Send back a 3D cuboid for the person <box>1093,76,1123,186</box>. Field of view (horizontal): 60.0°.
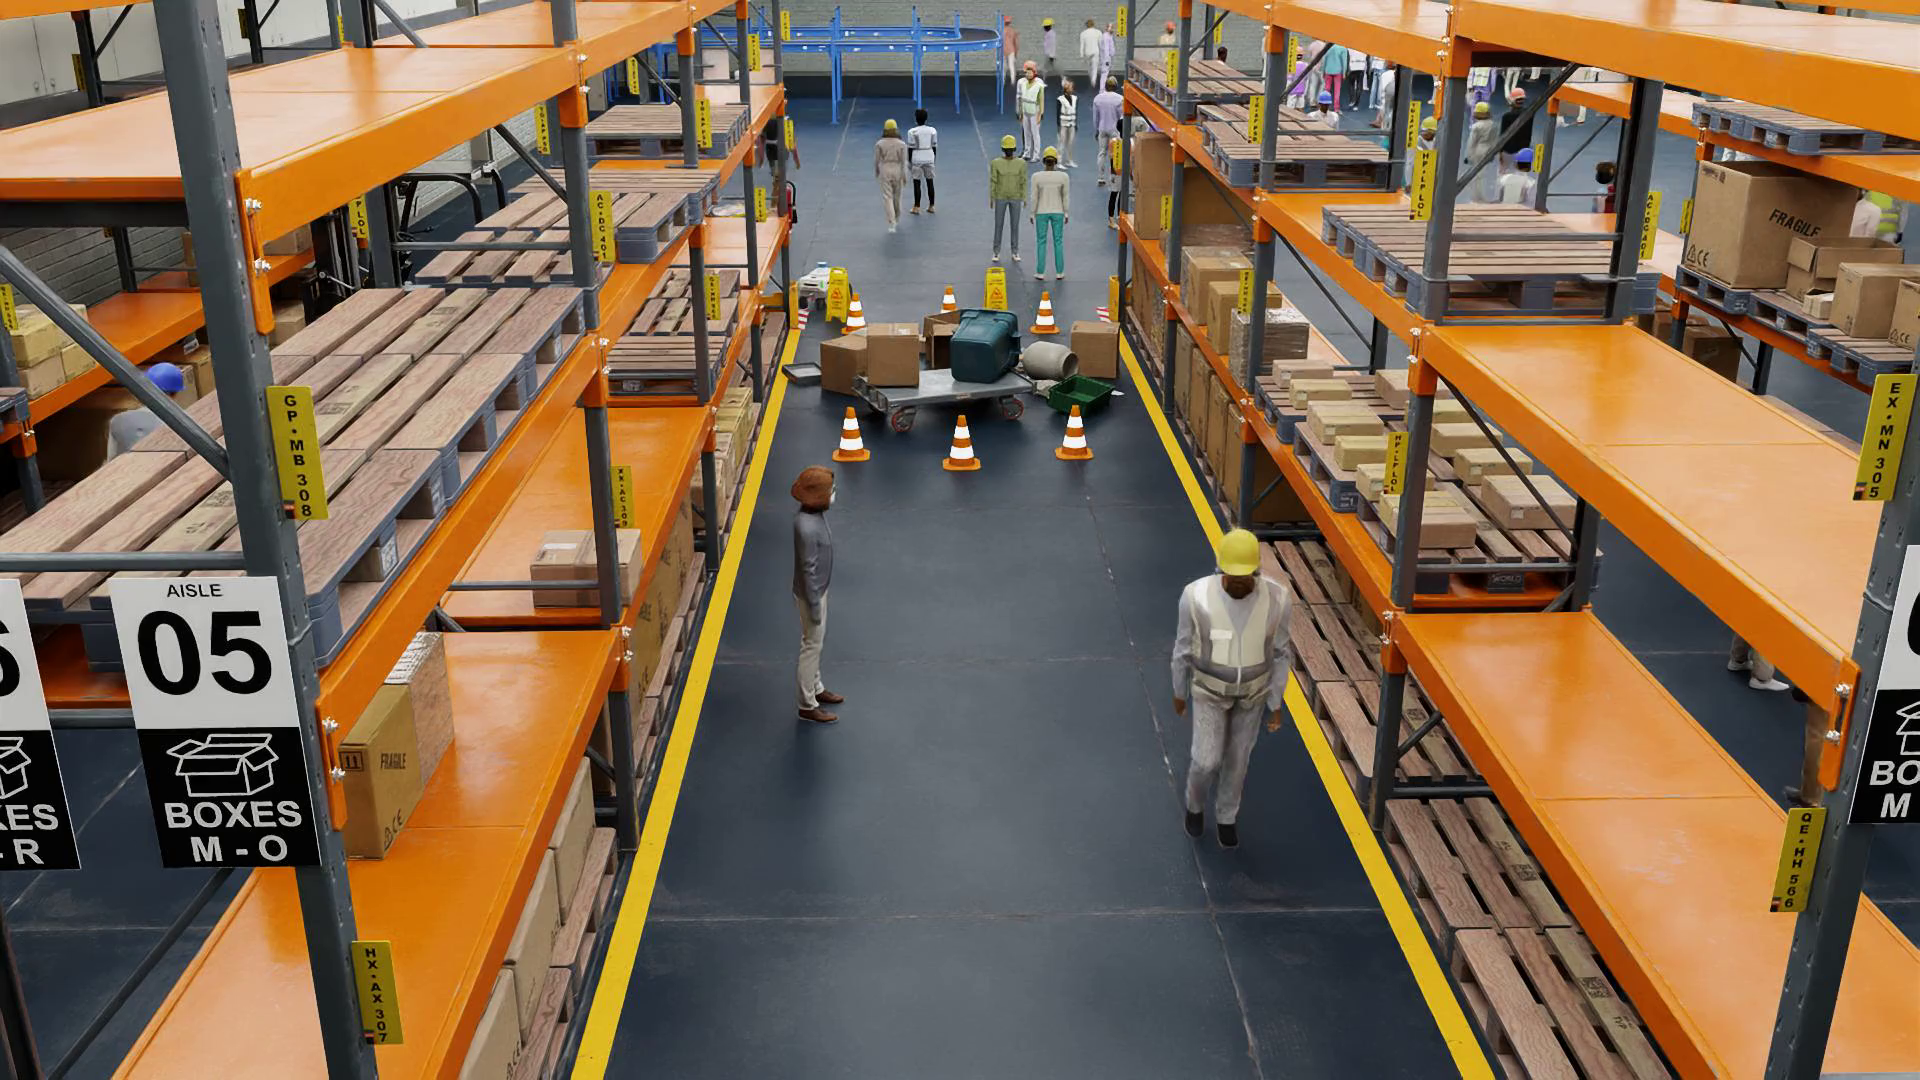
[{"bbox_3d":[2.687,-7.320,29.845,0.627,1.940,0.372,11,23,26],"label":"person"}]

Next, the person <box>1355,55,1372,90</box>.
[{"bbox_3d":[11.228,-13.386,46.135,0.527,1.761,0.340,15,25,35],"label":"person"}]

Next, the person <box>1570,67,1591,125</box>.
[{"bbox_3d":[14.453,-10.477,38.628,0.295,1.622,0.511,12,24,29],"label":"person"}]

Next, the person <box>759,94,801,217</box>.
[{"bbox_3d":[-2.839,-6.185,26.750,0.642,2.000,0.970,12,24,28],"label":"person"}]

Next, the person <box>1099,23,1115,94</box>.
[{"bbox_3d":[3.978,-12.961,44.832,0.394,1.891,0.644,3,21,7],"label":"person"}]

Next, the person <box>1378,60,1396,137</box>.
[{"bbox_3d":[8.980,-9.106,34.703,0.571,1.838,0.655,-19,28,-41],"label":"person"}]

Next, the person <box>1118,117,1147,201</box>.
[{"bbox_3d":[2.953,-6.686,28.459,0.490,1.731,0.324,6,22,16],"label":"person"}]

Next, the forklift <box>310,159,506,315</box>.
[{"bbox_3d":[-5.622,-2.910,17.832,2.313,2.155,1.214,-1,21,-1],"label":"forklift"}]

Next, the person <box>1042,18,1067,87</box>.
[{"bbox_3d":[2.600,-13.736,46.871,0.827,1.895,0.614,0,21,0],"label":"person"}]

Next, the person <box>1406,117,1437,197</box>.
[{"bbox_3d":[6.947,-5.447,25.046,0.614,1.827,0.404,-14,25,-32],"label":"person"}]

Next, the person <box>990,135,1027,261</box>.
[{"bbox_3d":[0.683,-4.812,23.457,0.533,1.767,0.327,-2,21,-4],"label":"person"}]

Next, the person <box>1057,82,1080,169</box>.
[{"bbox_3d":[2.076,-7.968,32.004,0.582,1.625,0.331,-16,26,-36],"label":"person"}]

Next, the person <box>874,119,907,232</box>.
[{"bbox_3d":[-1.081,-5.666,25.829,0.492,1.684,0.941,-5,21,-13],"label":"person"}]

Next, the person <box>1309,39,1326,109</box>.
[{"bbox_3d":[9.030,-11.757,41.612,0.592,1.916,0.631,-14,25,-33],"label":"person"}]

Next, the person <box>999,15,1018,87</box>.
[{"bbox_3d":[1.360,-13.791,46.947,0.635,1.949,1.017,-6,21,-14],"label":"person"}]

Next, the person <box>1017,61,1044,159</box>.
[{"bbox_3d":[1.385,-8.573,33.189,0.554,1.925,0.431,7,22,19],"label":"person"}]

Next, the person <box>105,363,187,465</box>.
[{"bbox_3d":[-5.382,-0.244,11.235,0.632,1.871,0.922,3,21,7],"label":"person"}]

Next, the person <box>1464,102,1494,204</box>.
[{"bbox_3d":[8.635,-6.450,27.834,0.504,1.715,0.676,-13,24,-31],"label":"person"}]

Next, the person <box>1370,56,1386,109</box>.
[{"bbox_3d":[10.553,-11.818,41.772,0.391,1.912,0.591,-14,25,-32],"label":"person"}]

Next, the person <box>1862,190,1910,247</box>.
[{"bbox_3d":[11.776,-4.012,21.256,0.644,1.817,0.688,18,27,39],"label":"person"}]

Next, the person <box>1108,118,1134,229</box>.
[{"bbox_3d":[2.517,-5.718,25.944,0.320,1.698,0.531,19,28,41],"label":"person"}]

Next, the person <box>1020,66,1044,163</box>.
[{"bbox_3d":[1.413,-8.391,32.797,0.389,1.849,0.565,-19,28,-41],"label":"person"}]

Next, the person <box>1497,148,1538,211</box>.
[{"bbox_3d":[7.058,-4.046,21.251,1.010,1.903,0.616,-15,25,-34],"label":"person"}]

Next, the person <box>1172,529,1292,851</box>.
[{"bbox_3d":[1.402,0.780,8.620,0.589,1.811,0.422,-1,21,-1],"label":"person"}]

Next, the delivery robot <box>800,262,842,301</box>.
[{"bbox_3d":[-1.721,-3.235,20.842,0.477,0.478,0.707,8,22,20],"label":"delivery robot"}]

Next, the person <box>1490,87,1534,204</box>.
[{"bbox_3d":[9.253,-6.537,27.751,0.647,1.969,0.743,-5,21,-12],"label":"person"}]

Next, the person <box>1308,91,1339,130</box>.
[{"bbox_3d":[5.933,-6.388,27.365,0.618,1.945,0.395,-5,21,-12],"label":"person"}]

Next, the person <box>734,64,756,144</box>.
[{"bbox_3d":[-4.555,-9.320,35.225,0.518,1.874,0.326,-16,26,-37],"label":"person"}]

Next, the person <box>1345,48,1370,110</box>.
[{"bbox_3d":[9.930,-11.744,41.598,0.631,1.886,0.648,2,21,6],"label":"person"}]

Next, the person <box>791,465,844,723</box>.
[{"bbox_3d":[-0.873,0.321,10.087,0.291,1.625,0.507,0,21,0],"label":"person"}]

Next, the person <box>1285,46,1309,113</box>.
[{"bbox_3d":[7.352,-9.804,36.413,0.552,1.935,0.351,-8,22,-20],"label":"person"}]

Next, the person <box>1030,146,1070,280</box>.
[{"bbox_3d":[1.199,-4.379,22.311,0.532,1.767,0.328,-1,21,-4],"label":"person"}]

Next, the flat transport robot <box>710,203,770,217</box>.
[{"bbox_3d":[-3.648,-5.146,26.418,0.652,0.197,1.431,9,22,22],"label":"flat transport robot"}]

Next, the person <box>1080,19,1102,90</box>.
[{"bbox_3d":[3.671,-13.541,46.388,0.682,1.882,0.952,2,21,4],"label":"person"}]

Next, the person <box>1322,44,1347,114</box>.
[{"bbox_3d":[9.133,-11.404,40.561,0.622,1.993,0.381,14,25,32],"label":"person"}]

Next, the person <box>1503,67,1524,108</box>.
[{"bbox_3d":[13.931,-11.806,41.816,0.522,1.856,0.437,4,21,9],"label":"person"}]

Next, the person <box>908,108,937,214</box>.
[{"bbox_3d":[-0.616,-6.187,27.198,0.536,1.693,0.320,-11,23,-26],"label":"person"}]

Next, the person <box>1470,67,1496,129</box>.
[{"bbox_3d":[11.852,-10.281,37.718,0.396,1.909,0.609,-16,26,-36],"label":"person"}]

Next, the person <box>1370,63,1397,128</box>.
[{"bbox_3d":[9.847,-10.246,37.705,0.643,1.856,1.012,-10,23,-26],"label":"person"}]
